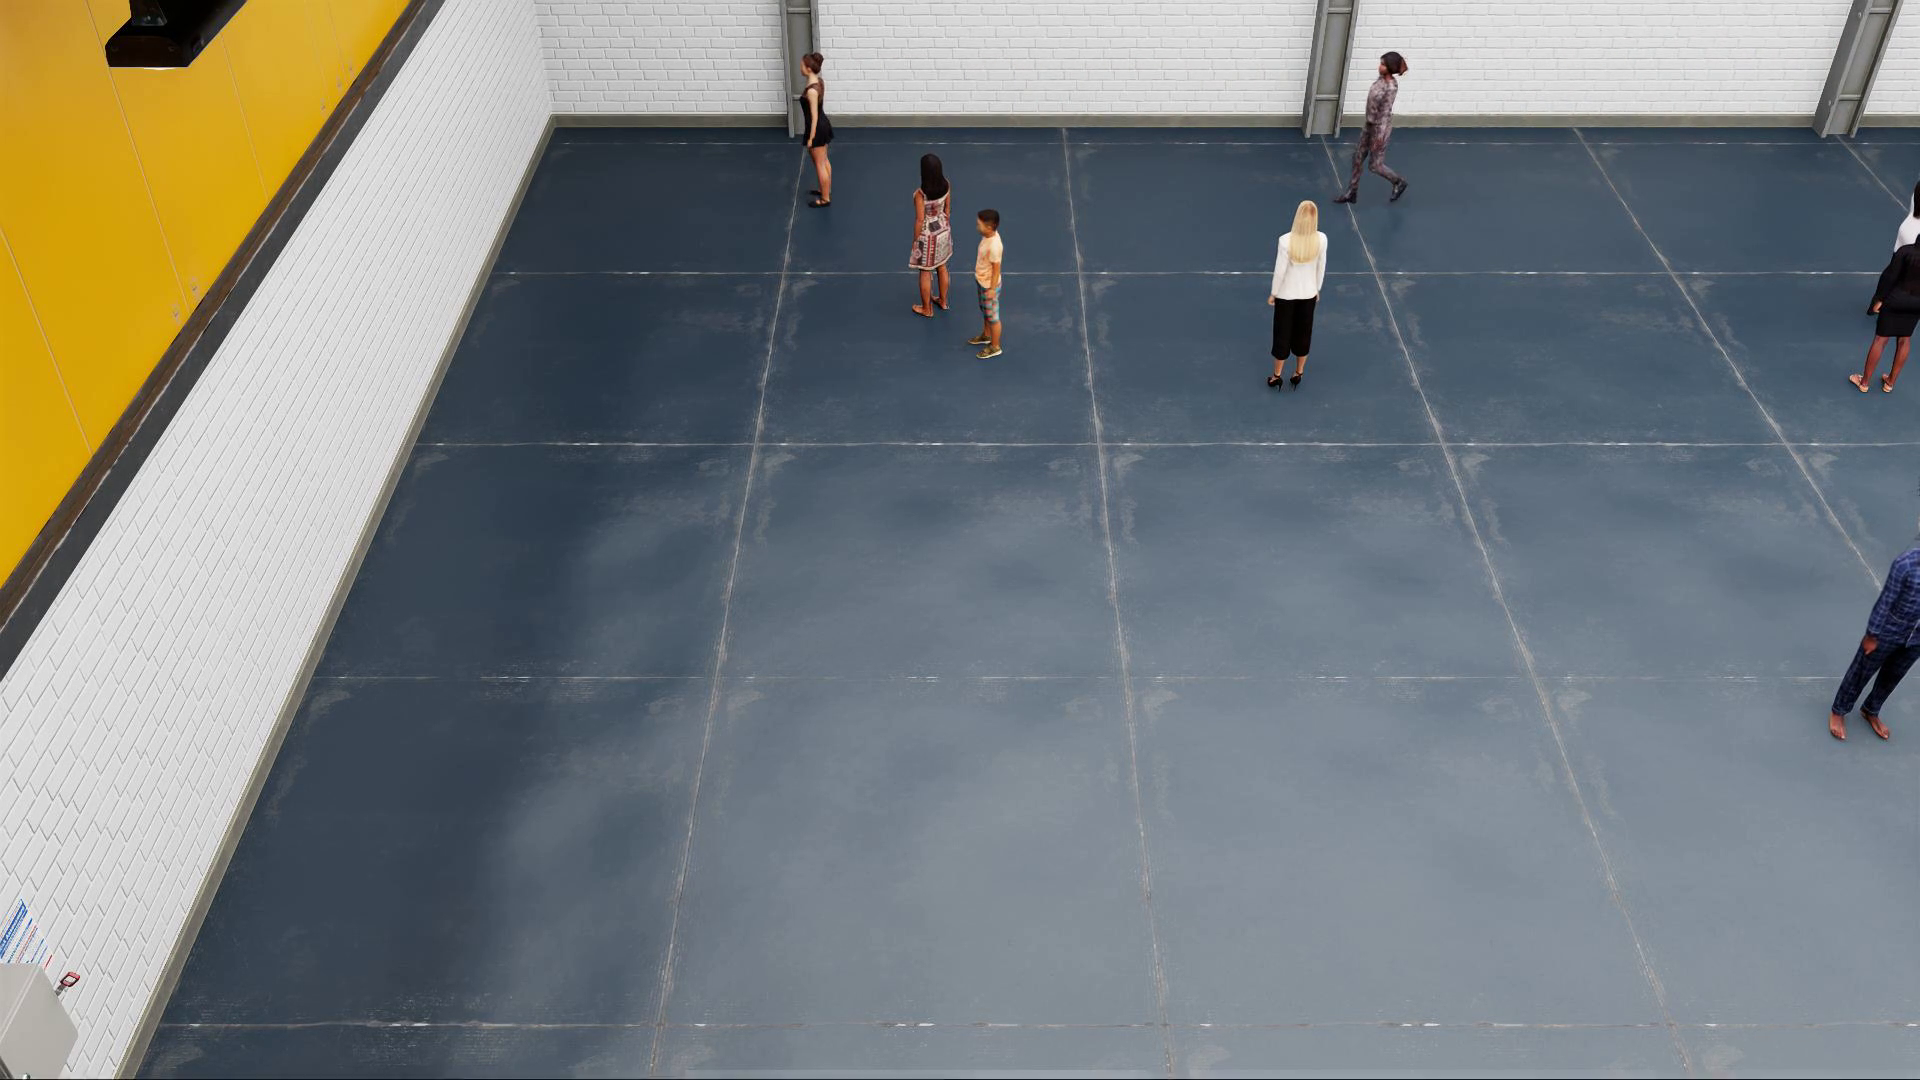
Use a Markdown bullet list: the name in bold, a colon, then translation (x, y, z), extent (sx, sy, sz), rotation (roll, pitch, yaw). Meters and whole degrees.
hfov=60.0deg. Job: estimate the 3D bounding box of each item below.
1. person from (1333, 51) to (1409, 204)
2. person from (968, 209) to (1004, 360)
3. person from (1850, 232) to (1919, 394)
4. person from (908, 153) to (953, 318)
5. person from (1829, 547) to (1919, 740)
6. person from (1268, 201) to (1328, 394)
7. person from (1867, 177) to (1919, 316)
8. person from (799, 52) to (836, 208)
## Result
- **person**: translation (4.450, -4.299, 17.489), extent (1.011, 1.697, 0.657), rotation (-4, 39, -5)
- **person**: translation (0.271, -2.381, 15.276), extent (0.557, 1.461, 0.573), rotation (-9, 39, -11)
- **person**: translation (8.345, -2.092, 14.707), extent (0.451, 1.720, 0.688), rotation (3, 39, 4)
- **person**: translation (-0.261, -2.898, 15.777), extent (0.708, 1.646, 0.778), rotation (-30, 48, -32)
- **person**: translation (6.375, 0.586, 11.275), extent (0.518, 1.820, 0.703), rotation (0, 39, 0)
- **person**: translation (2.958, -2.139, 14.656), extent (0.499, 1.858, 0.699), rotation (-5, 39, -6)
- **person**: translation (8.950, -2.862, 15.601), extent (0.522, 1.809, 0.608), rotation (2, 39, 2)
- **person**: translation (-1.514, -4.335, 17.552), extent (0.570, 1.675, 0.588), rotation (3, 39, 3)
